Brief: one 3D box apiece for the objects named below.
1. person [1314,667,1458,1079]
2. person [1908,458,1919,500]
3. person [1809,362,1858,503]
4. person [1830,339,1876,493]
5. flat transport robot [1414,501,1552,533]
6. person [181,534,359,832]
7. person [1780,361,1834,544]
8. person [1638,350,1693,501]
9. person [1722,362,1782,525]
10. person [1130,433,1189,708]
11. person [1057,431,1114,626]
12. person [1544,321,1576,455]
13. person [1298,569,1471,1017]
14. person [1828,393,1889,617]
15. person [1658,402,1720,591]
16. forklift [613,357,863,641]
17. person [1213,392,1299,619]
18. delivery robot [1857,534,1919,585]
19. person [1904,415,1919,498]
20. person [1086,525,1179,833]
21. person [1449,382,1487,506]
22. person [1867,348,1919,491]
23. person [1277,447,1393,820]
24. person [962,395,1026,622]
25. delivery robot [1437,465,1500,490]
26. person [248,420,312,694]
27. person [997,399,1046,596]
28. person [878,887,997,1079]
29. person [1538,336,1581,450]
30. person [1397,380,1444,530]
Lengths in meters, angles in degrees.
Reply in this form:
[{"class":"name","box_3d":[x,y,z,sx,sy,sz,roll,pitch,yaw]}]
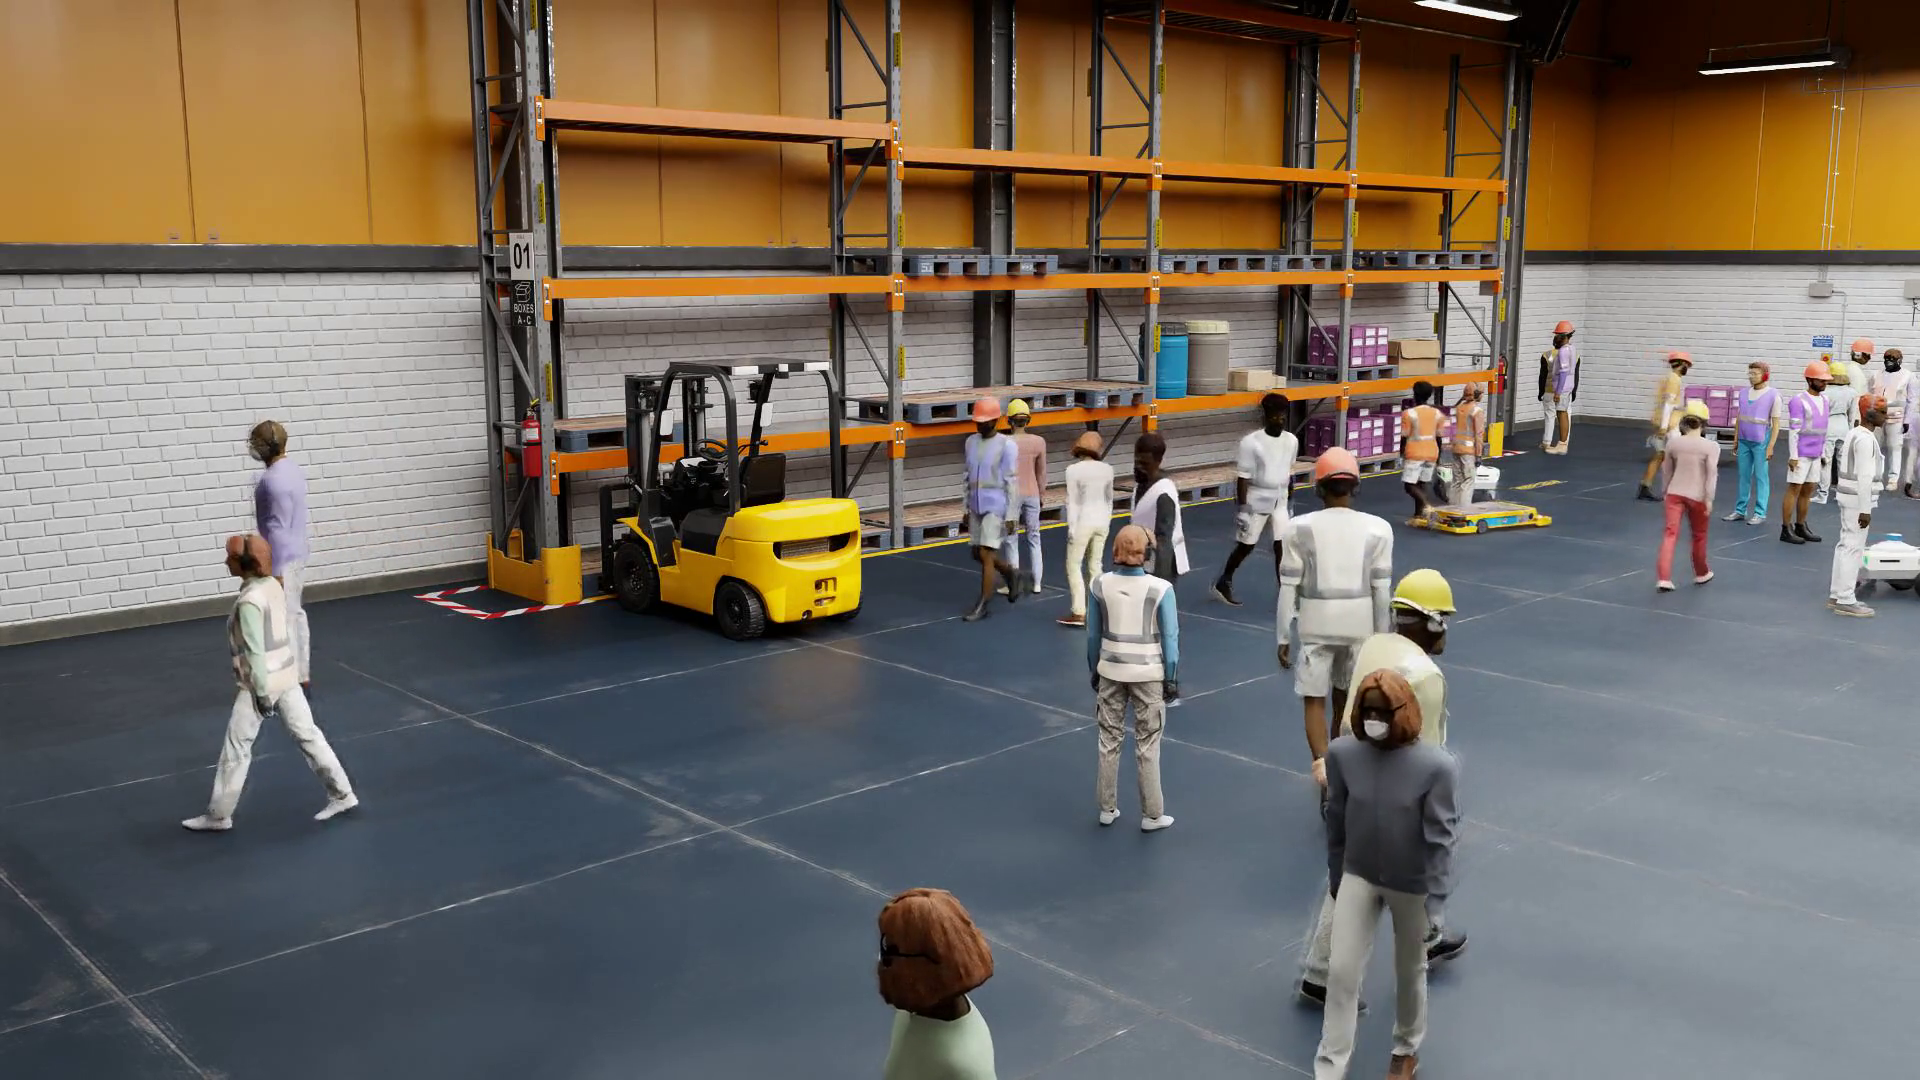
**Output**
[{"class":"person","box_3d":[1.472,1.253,5.848,0.505,1.596,0.796,6,11,30]},{"class":"person","box_3d":[12.076,-1.402,20.681,0.623,1.843,0.363,-8,13,-40]},{"class":"person","box_3d":[10.733,-1.315,20.442,0.484,1.746,0.291,0,10,-1]},{"class":"person","box_3d":[11.420,-1.577,21.281,0.407,1.982,0.612,3,10,18]},{"class":"flat transport robot","box_3d":[5.852,-0.264,18.596,1.431,0.197,0.652,-5,11,-27]},{"class":"person","box_3d":[-3.657,0.748,8.800,0.869,1.599,0.507,-1,10,-3]},{"class":"person","box_3d":[8.994,-0.926,17.600,0.548,1.937,0.379,-5,11,-27]},{"class":"person","box_3d":[8.840,-1.402,20.575,0.810,1.874,0.628,1,10,8]},{"class":"person","box_3d":[9.026,-1.096,18.866,0.390,1.846,0.564,-4,11,-23]},{"class":"person","box_3d":[1.283,0.222,11.032,0.450,1.882,0.654,-2,10,-9]},{"class":"person","box_3d":[1.062,-0.096,13.727,0.537,1.597,0.410,-6,12,-33]},{"class":"person","box_3d":[9.221,-2.331,25.519,0.379,2.044,0.607,5,11,27]},{"class":"person","box_3d":[1.794,1.003,6.782,0.933,1.763,0.676,-2,10,-10]},{"class":"person","box_3d":[7.621,-0.300,14.099,0.337,1.880,0.585,3,10,19]},{"class":"person","box_3d":[6.644,-0.399,15.160,0.936,1.710,0.534,-9,13,-43]},{"class":"forklift","box_3d":[-1.847,-0.414,13.852,1.214,2.155,2.313,-9,13,-42]},{"class":"person","box_3d":[2.573,-0.317,14.152,0.658,1.912,1.002,-4,11,-24]},{"class":"delivery robot","box_3d":[8.334,0.186,14.860,0.707,0.478,0.477,0,10,-1]},{"class":"person","box_3d":[9.463,-0.615,15.967,1.006,1.868,0.613,-9,13,-43]},{"class":"person","box_3d":[0.908,0.729,8.784,0.513,1.640,0.309,5,11,28]},{"class":"person","box_3d":[5.742,-0.975,18.795,0.324,1.626,0.509,-2,10,-14]},{"class":"person","box_3d":[12.044,-1.563,21.612,0.429,1.844,0.627,-8,13,-39]},{"class":"person","box_3d":[2.036,0.507,9.036,0.608,2.012,0.893,1,10,4]},{"class":"person","box_3d":[0.293,-0.281,13.956,0.560,1.904,0.717,9,13,43]},{"class":"delivery robot","box_3d":[6.286,-0.788,20.564,0.707,0.478,0.477,1,10,5]},{"class":"person","box_3d":[-4.633,0.147,11.358,0.383,1.931,0.663,-2,10,-13]},{"class":"person","box_3d":[0.519,-0.377,14.887,0.528,1.767,0.330,-4,11,-23]},{"class":"person","box_3d":[-0.051,1.578,3.833,0.285,1.631,0.501,-3,10,-18]},{"class":"person","box_3d":[9.376,-2.329,26.099,0.629,1.843,0.429,0,10,-1]},{"class":"person","box_3d":[5.108,-0.914,18.288,0.537,1.673,0.646,-4,10,-21]}]
